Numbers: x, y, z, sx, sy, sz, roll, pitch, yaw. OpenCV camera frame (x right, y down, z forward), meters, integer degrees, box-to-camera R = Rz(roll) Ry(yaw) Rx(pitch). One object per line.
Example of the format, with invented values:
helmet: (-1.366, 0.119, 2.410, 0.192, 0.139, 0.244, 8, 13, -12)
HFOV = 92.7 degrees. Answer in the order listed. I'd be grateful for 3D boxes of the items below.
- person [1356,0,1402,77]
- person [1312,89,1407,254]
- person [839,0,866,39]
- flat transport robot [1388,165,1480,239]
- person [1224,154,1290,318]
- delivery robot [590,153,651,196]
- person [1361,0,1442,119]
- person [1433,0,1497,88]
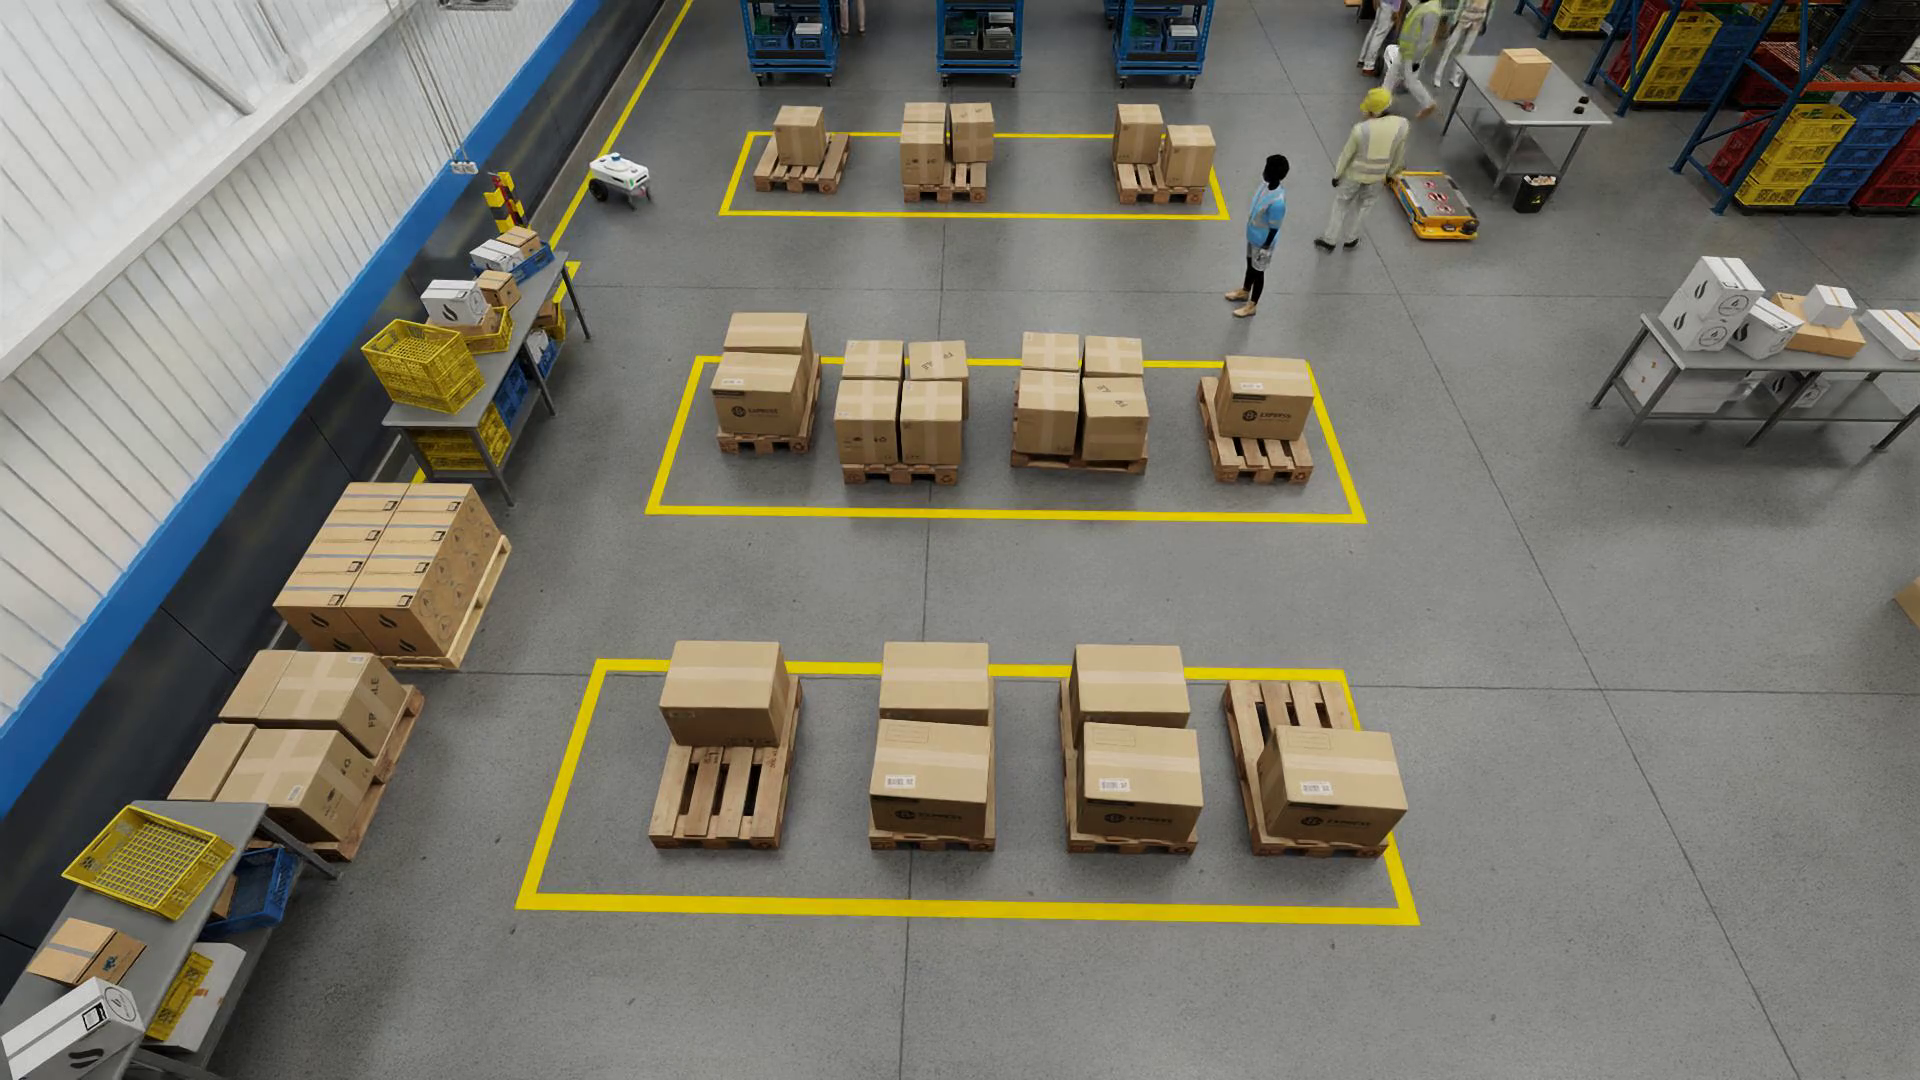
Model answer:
person: (6.154, -7.694, 13.090, 0.383, 1.929, 0.629, 3, 49, 3)
person: (4.384, -3.980, 9.969, 0.656, 1.790, 0.406, 1, 49, 1)
person: (-1.689, -8.758, 13.976, 0.625, 1.980, 0.410, -18, 52, -15)
flat transport robot: (5.692, -4.094, 11.059, 0.652, 0.197, 1.431, 1, 49, 1)
person: (3.018, -3.042, 9.208, 0.321, 1.698, 0.537, -1, 49, -1)
delivery robot: (-4.115, -4.443, 11.115, 0.707, 0.478, 0.477, 23, 53, 19)
person: (6.072, -6.467, 12.109, 0.853, 1.813, 0.642, 4, 49, 3)
person: (7.158, -7.244, 12.890, 0.518, 1.638, 0.320, 2, 49, 2)
